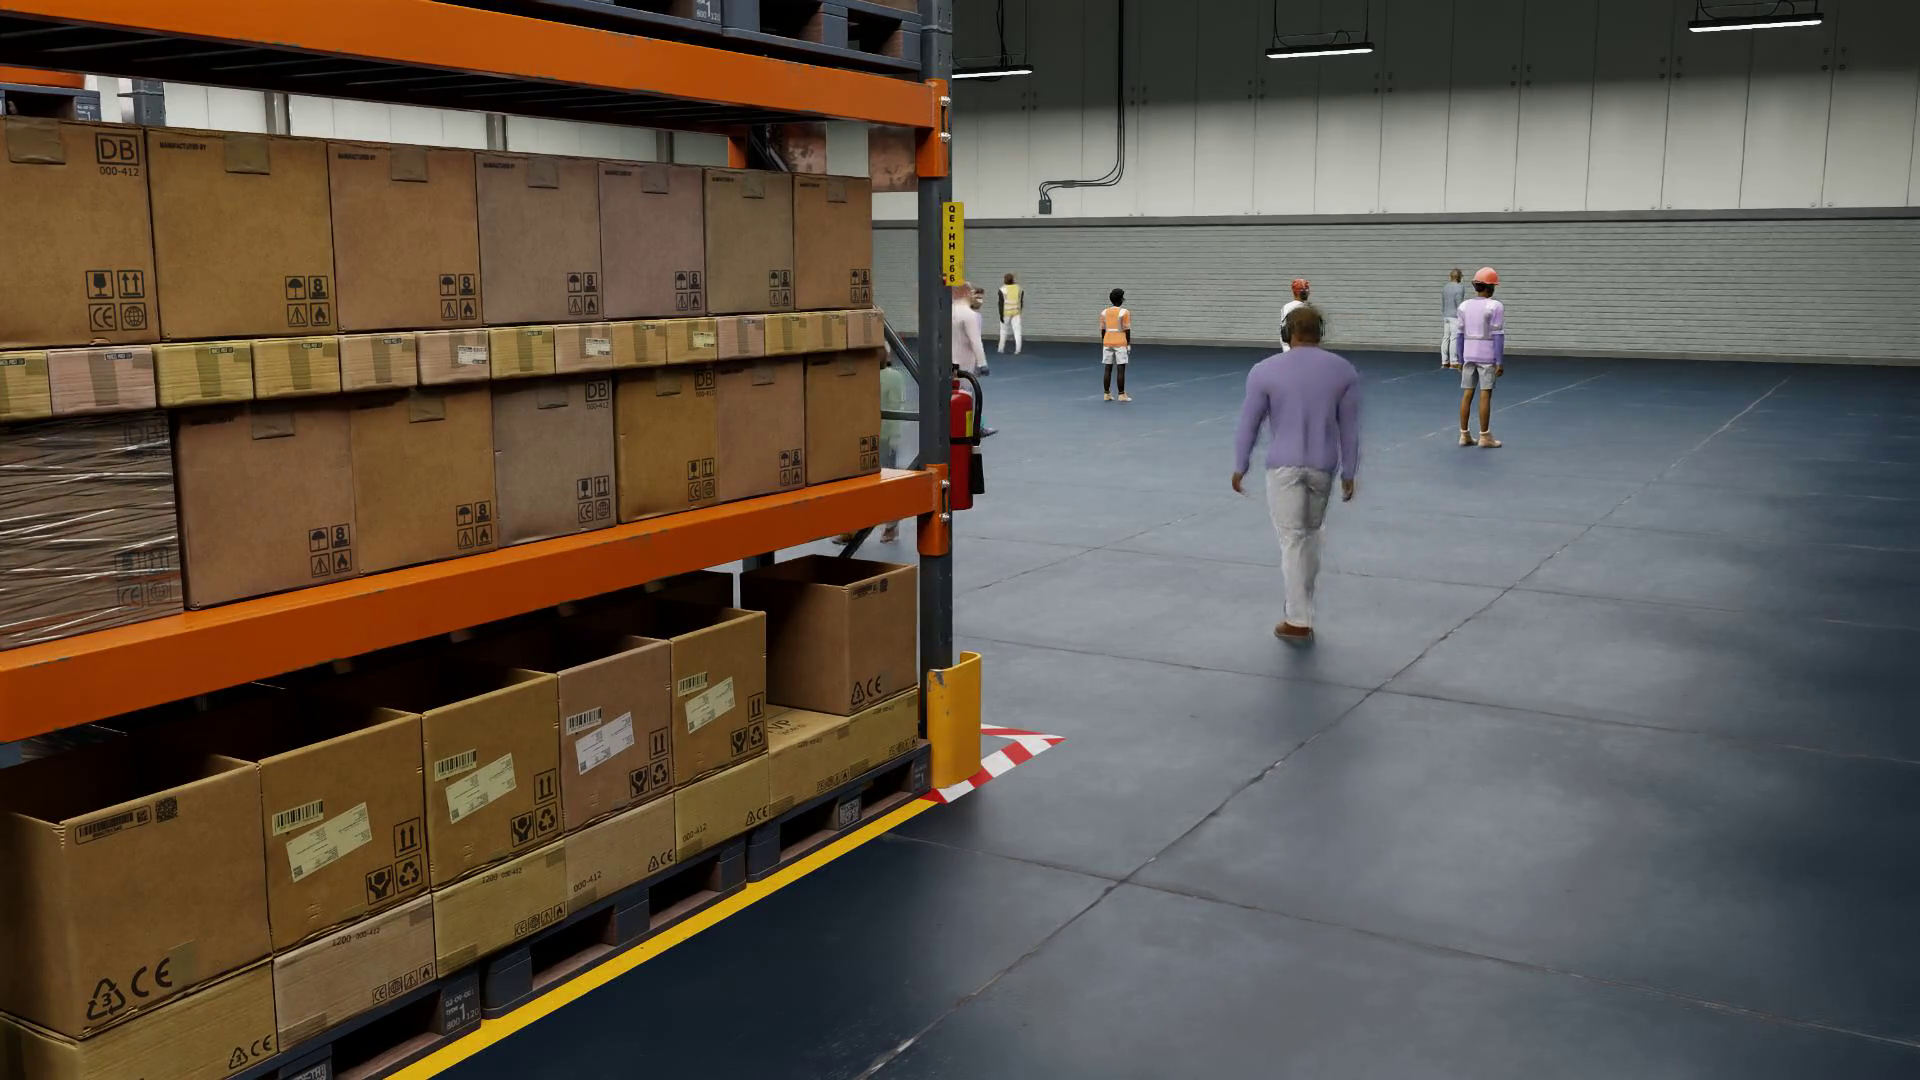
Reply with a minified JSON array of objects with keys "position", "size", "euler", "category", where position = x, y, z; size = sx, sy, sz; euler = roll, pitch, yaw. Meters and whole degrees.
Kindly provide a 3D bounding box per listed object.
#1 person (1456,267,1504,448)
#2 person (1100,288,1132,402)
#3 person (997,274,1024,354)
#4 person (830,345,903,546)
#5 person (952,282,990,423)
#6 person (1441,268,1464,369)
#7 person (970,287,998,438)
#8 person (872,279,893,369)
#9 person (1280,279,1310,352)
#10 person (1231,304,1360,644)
[{"position":[5.932,-2.065,18.921],"size":[0.381,2.045,0.605],"euler":[-7,12,-35],"category":"person"},{"position":[2.331,-2.897,24.808],"size":[0.532,1.697,0.319],"euler":[8,13,39],"category":"person"},{"position":[1.141,-5.061,37.228],"size":[0.627,1.797,0.977],"euler":[-3,10,-18],"category":"person"},{"position":[-0.675,-0.735,12.406],"size":[0.515,1.593,0.813],"euler":[5,11,25],"category":"person"},{"position":[0.091,-2.111,19.734],"size":[0.742,1.888,0.687],"euler":[-4,10,-22],"category":"person"},{"position":[9.540,-4.270,32.141],"size":[0.373,1.940,0.628],"euler":[-3,10,-17],"category":"person"},{"position":[0.152,-2.130,19.989],"size":[0.866,1.800,0.583],"euler":[5,11,25],"category":"person"},{"position":[-1.085,-2.085,19.297],"size":[0.626,1.988,0.598],"euler":[6,12,33],"category":"person"},{"position":[4.297,-2.369,21.172],"size":[0.353,1.883,0.573],"euler":[-4,11,-23],"category":"person"},{"position":[1.922,-0.401,9.601],"size":[0.664,1.887,0.930],"euler":[-1,10,-6],"category":"person"}]
